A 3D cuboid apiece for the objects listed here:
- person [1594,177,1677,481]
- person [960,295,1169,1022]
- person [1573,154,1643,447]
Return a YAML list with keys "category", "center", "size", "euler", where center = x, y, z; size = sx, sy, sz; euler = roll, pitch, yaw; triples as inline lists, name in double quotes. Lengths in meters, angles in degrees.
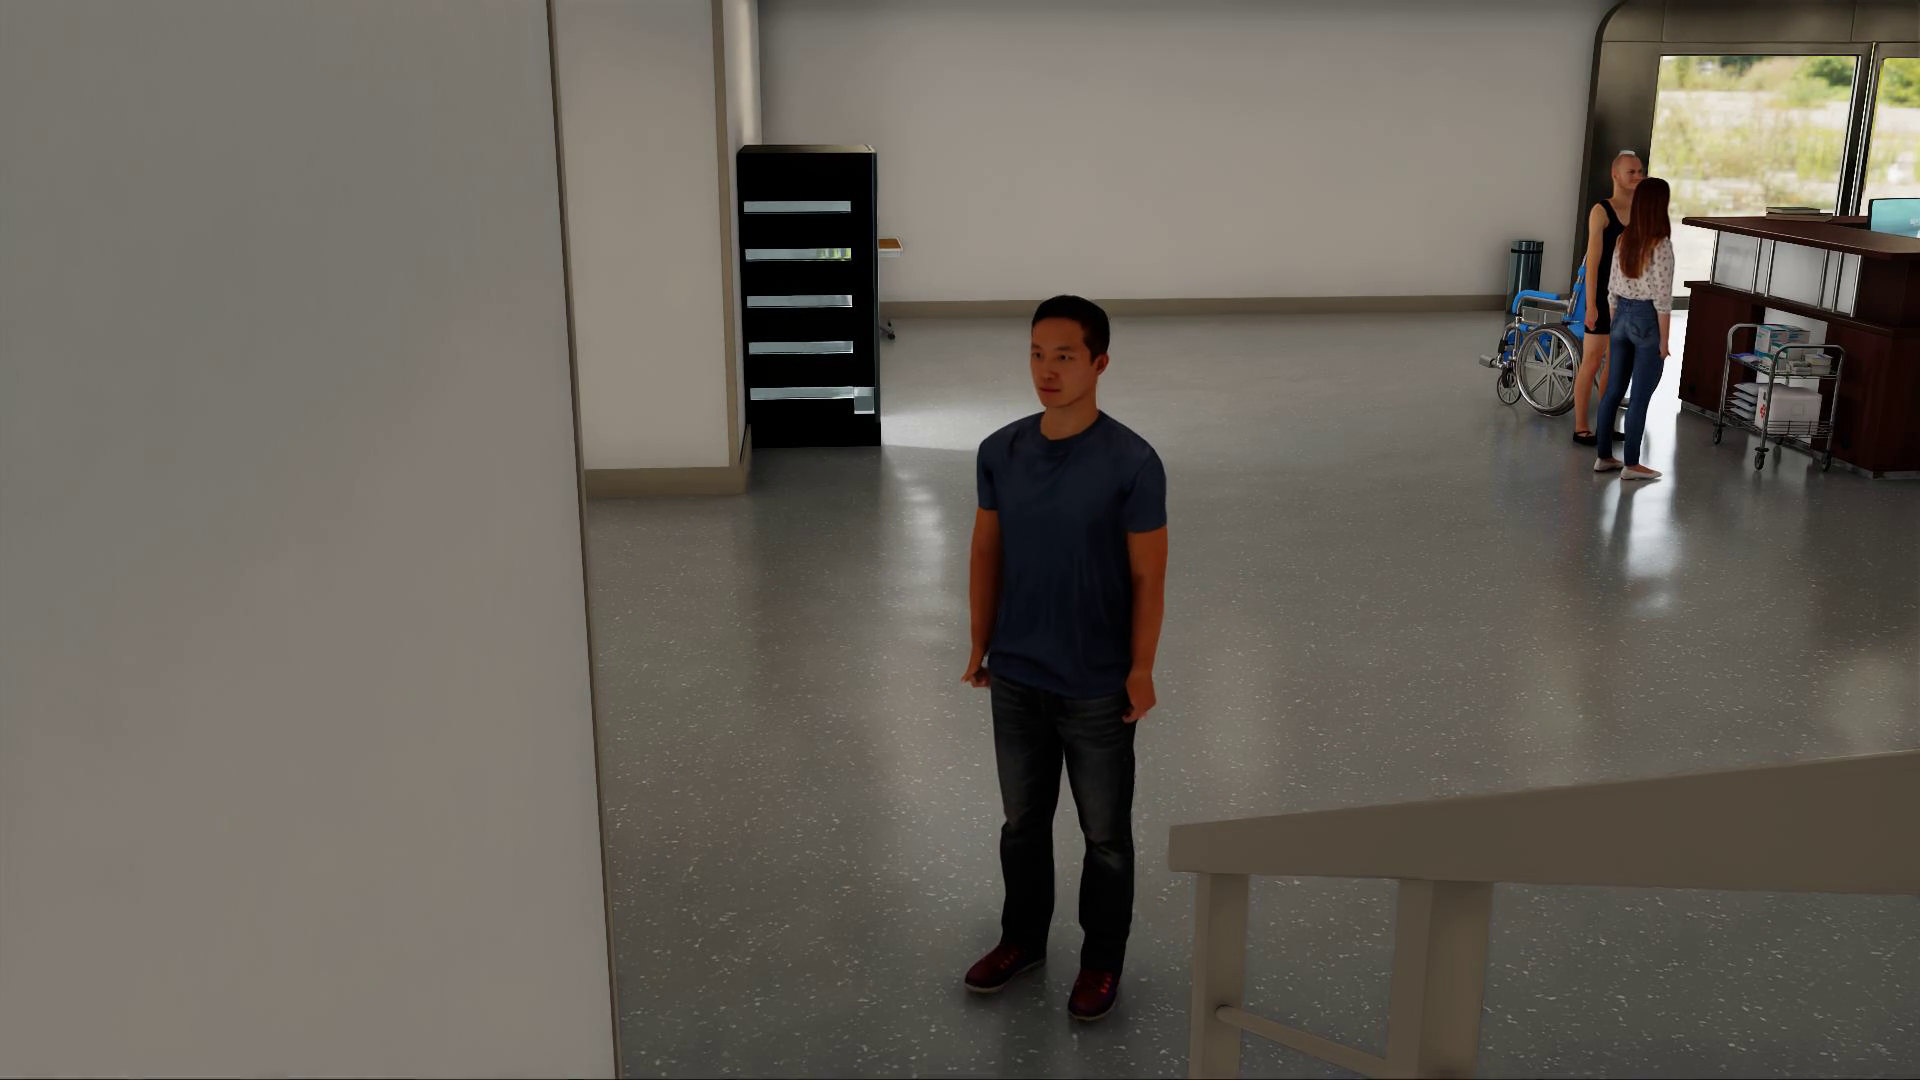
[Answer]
- category: "person"
  center: [3.938, -1.230, 9.669]
  size: [0.697, 1.728, 0.534]
  euler: [-6, 17, -22]
- category: "person"
  center: [0.264, 0.298, 4.102]
  size: [0.731, 1.808, 0.735]
  euler: [8, 18, 27]
- category: "person"
  center: [4.132, -1.519, 10.535]
  size: [0.701, 1.816, 0.644]
  euler: [-7, 17, -25]
